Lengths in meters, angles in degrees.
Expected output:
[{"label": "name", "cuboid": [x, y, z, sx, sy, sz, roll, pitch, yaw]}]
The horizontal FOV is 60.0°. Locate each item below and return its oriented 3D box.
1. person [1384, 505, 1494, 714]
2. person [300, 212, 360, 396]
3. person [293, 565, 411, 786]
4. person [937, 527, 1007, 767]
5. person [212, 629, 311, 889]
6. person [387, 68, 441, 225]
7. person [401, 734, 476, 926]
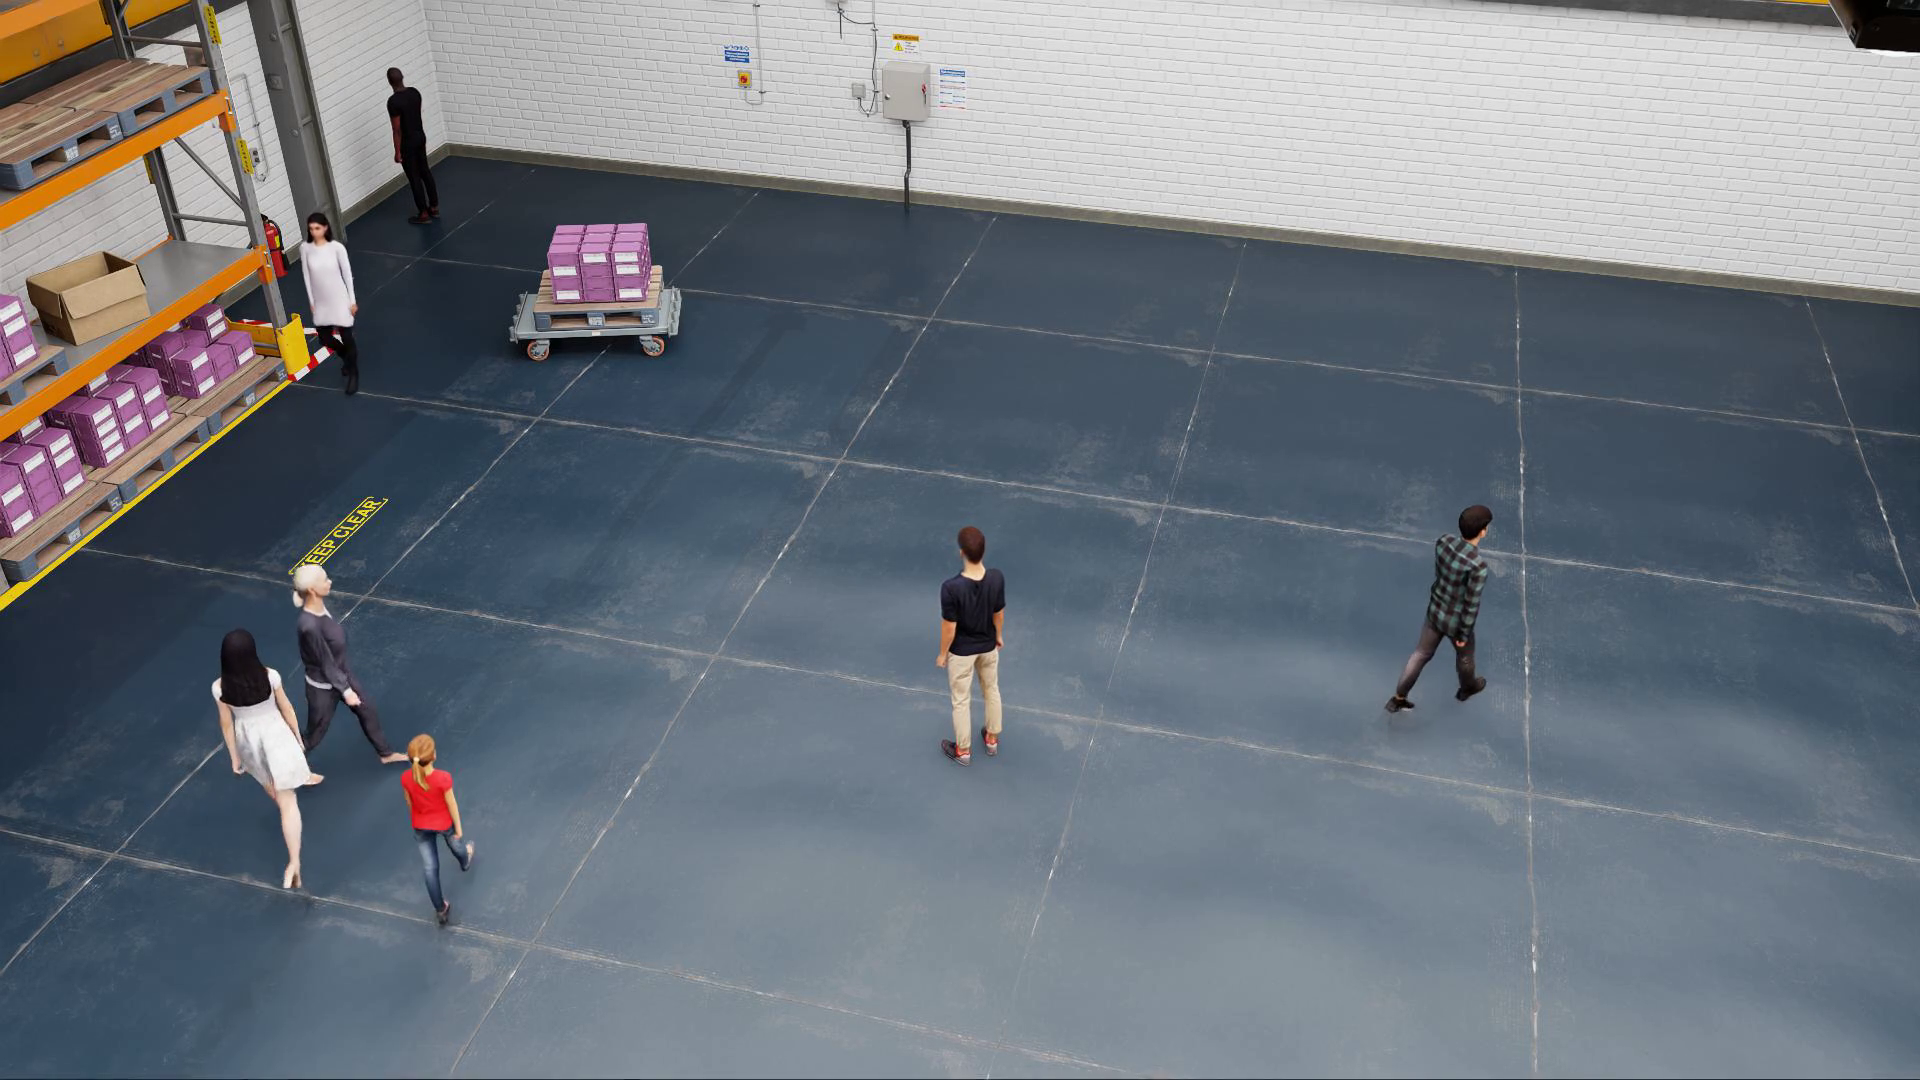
[{"label": "person", "cuboid": [3.335, 0.521, 11.476, 1.179, 1.684, 1.117, -19, 38, -26]}, {"label": "person", "cuboid": [-5.906, -2.285, 15.771, 0.703, 1.801, 0.783, 2, 34, 3]}, {"label": "person", "cuboid": [-4.272, 0.946, 11.015, 0.964, 1.684, 1.105, -6, 34, -9]}, {"label": "person", "cuboid": [0.089, 0.723, 11.200, 0.697, 1.851, 0.749, -16, 37, -23]}, {"label": "person", "cuboid": [-4.289, 1.376, 10.331, 1.041, 1.727, 1.248, -10, 35, -15]}, {"label": "person", "cuboid": [-6.314, -4.547, 19.158, 0.758, 1.818, 0.556, 14, 36, 20]}, {"label": "person", "cuboid": [-3.218, 1.778, 10.126, 0.680, 1.282, 0.935, -2, 34, -4]}]
